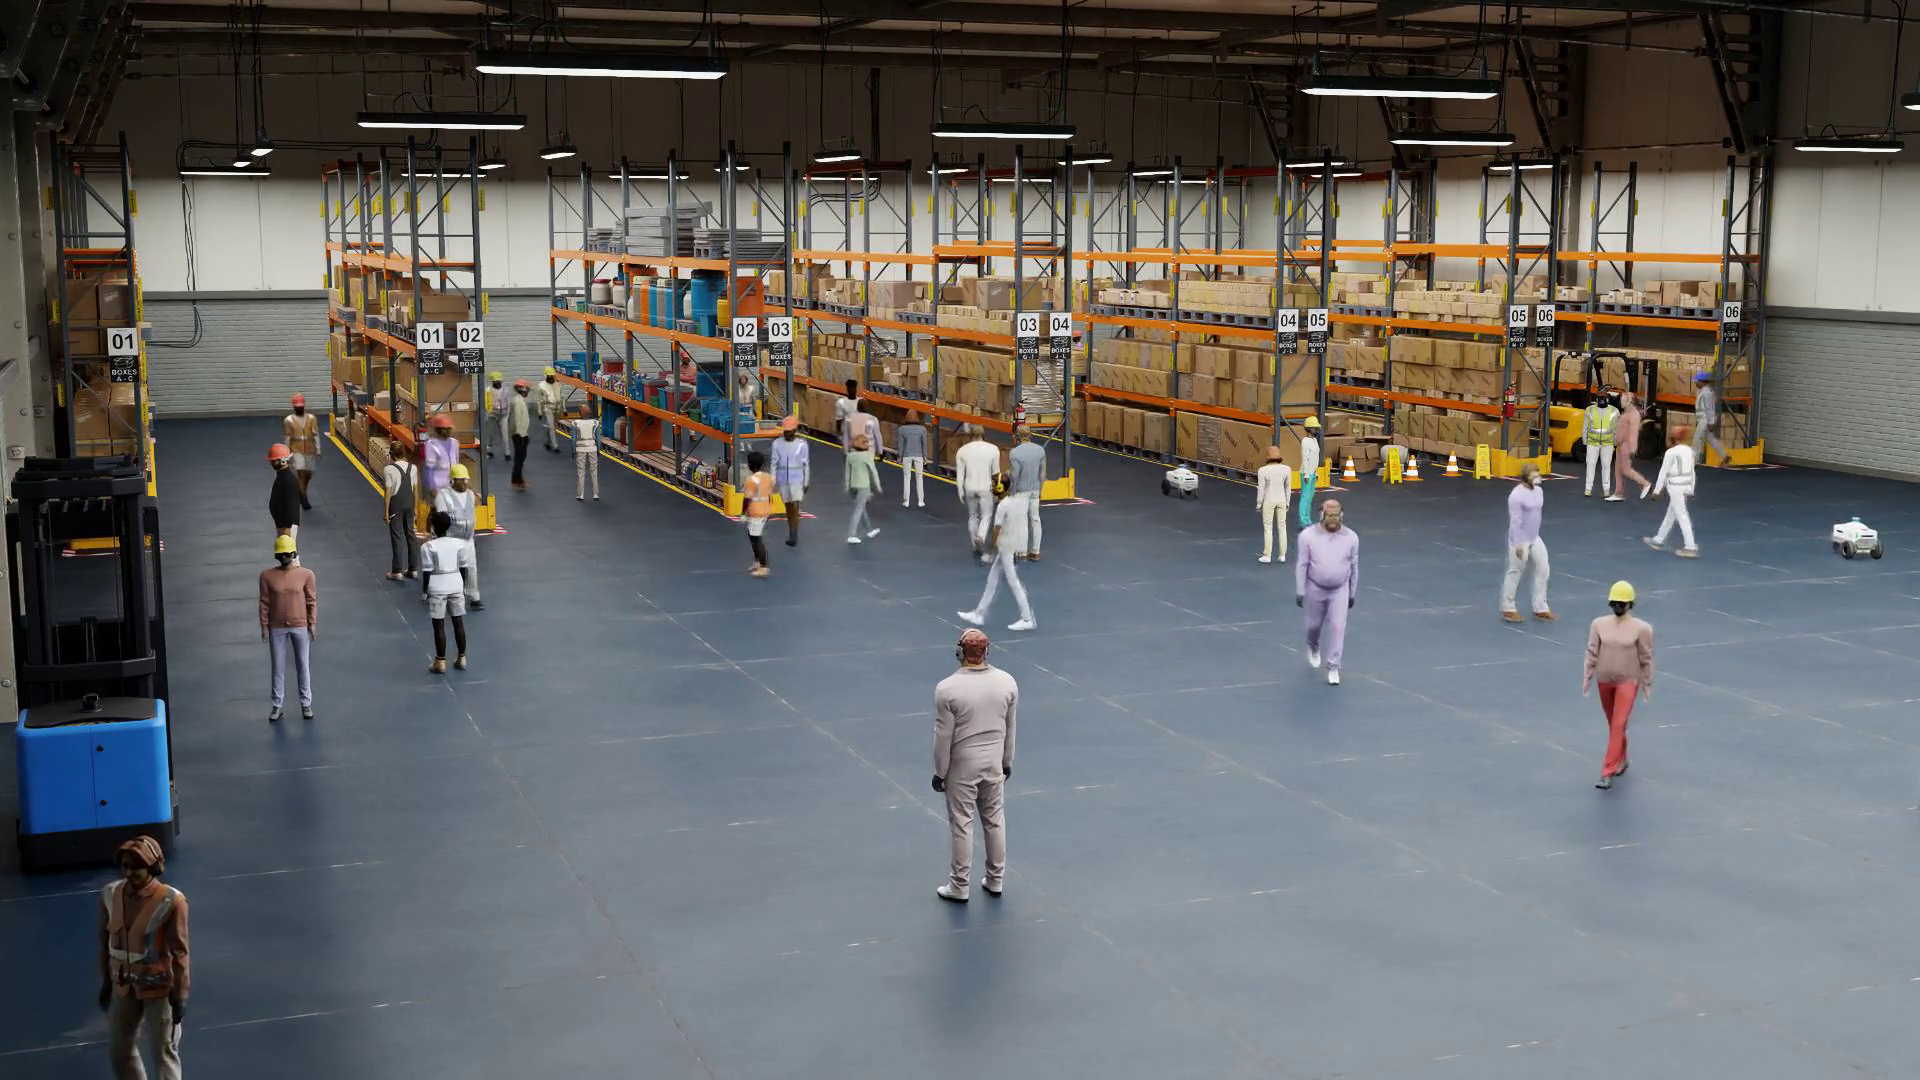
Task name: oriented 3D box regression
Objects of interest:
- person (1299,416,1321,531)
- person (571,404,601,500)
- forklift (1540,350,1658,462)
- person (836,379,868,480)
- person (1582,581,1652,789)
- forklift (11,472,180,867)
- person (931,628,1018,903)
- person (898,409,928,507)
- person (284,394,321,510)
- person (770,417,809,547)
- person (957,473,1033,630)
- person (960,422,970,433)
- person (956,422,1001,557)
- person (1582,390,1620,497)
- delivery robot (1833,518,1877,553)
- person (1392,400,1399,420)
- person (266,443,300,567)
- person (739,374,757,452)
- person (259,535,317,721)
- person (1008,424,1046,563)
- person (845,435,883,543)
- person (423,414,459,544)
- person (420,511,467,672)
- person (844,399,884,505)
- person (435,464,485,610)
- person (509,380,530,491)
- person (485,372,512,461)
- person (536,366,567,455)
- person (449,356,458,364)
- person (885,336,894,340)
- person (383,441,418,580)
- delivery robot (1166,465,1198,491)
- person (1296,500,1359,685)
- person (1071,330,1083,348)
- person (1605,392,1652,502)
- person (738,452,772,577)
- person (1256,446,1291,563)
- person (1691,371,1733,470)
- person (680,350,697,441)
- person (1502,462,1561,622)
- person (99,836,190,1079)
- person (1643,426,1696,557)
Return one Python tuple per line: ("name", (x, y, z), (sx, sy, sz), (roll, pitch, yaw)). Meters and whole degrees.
("person", (5.388, -1.019, 32.204), (0.307, 1.772, 0.525), (4, 9, 25))
("person", (-6.400, -1.505, 35.855), (0.515, 1.645, 0.309), (-3, 9, -18))
("forklift", (12.897, -2.725, 42.309), (2.313, 2.155, 1.214), (-3, 9, -21))
("person", (-1.912, -1.924, 37.654), (0.625, 1.936, 0.658), (-3, 9, -18))
("person", (5.534, 1.190, 17.641), (0.535, 1.715, 0.904), (7, 11, 38))
("forklift", (-6.630, 0.886, 15.957), (1.129, 2.768, 1.873), (-3, 9, -21))
("person", (0.082, 1.558, 14.576), (0.654, 1.907, 0.405), (-5, 10, -30))
("person", (-0.790, -1.369, 34.975), (0.500, 1.636, 0.285), (0, 9, -2))
("person", (-10.998, -1.502, 34.959), (0.545, 1.915, 0.859), (-5, 10, -32))
("person", (-2.514, -0.852, 30.663), (0.549, 1.887, 0.974), (2, 9, 10))
("person", (0.427, 0.136, 24.321), (0.948, 1.821, 0.545), (1, 9, 9))
("person", (0.063, -3.182, 46.368), (0.599, 1.839, 0.945), (-4, 9, -23))
("person", (0.248, -0.688, 29.488), (0.645, 1.921, 0.690), (2, 9, 12))
("person", (11.112, -1.675, 36.341), (0.628, 1.843, 0.429), (2, 9, 16))
("delivery robot", (12.731, -0.076, 29.775), (0.477, 0.478, 0.707), (-1, 8, -4))
("person", (9.964, -3.420, 48.337), (0.483, 1.737, 0.320), (8, 11, 42))
("person", (-8.417, -0.214, 26.089), (0.379, 1.994, 0.611), (-5, 10, -28))
("person", (-4.472, -2.629, 43.417), (0.551, 1.618, 0.539), (-2, 9, -14))
("person", (-6.383, 0.826, 19.911), (0.525, 1.769, 0.310), (-2, 9, -15))
("person", (0.912, -0.653, 29.223), (0.627, 1.934, 0.370), (-7, 11, -39))
("person", (-1.430, -0.767, 31.117), (0.516, 1.593, 0.859), (7, 11, 41))
("person", (-7.462, -0.829, 30.231), (1.068, 1.990, 0.631), (7, 11, 39))
("person", (-5.434, 0.537, 22.062), (0.540, 1.696, 0.317), (-8, 12, -42))
("person", (-1.614, -1.487, 35.268), (0.648, 1.791, 0.977), (3, 9, 22))
("person", (-6.212, -0.056, 25.728), (0.910, 1.799, 0.600), (8, 12, 42))
("person", (-7.854, -1.873, 37.344), (0.381, 1.945, 0.711), (-1, 9, -4))
("person", (-9.332, -2.508, 42.118), (0.598, 1.782, 0.931), (-5, 10, -33))
("person", (-8.473, -2.702, 43.314), (0.584, 1.804, 0.868), (-8, 12, -44))
("person", (-12.227, -3.854, 50.768), (0.515, 1.872, 0.328), (-4, 10, -26))
("person", (-1.882, -4.214, 53.086), (0.870, 1.901, 0.590), (-1, 9, -4))
("person", (-7.434, -0.400, 27.852), (0.333, 1.842, 0.508), (7, 11, 39))
("delivery robot", (3.859, -1.068, 36.390), (0.477, 0.478, 0.707), (-3, 9, -17))
("person", (3.803, 0.499, 21.701), (0.643, 1.881, 0.843), (1, 9, 6))
("person", (3.086, -4.582, 55.400), (0.374, 1.935, 0.552), (2, 9, 10))
("person", (11.371, -1.582, 35.563), (0.656, 1.887, 0.650), (0, 9, 2))
("person", (-2.779, -0.344, 27.997), (0.544, 1.683, 0.540), (3, 9, 20))
("person", (4.371, -0.499, 29.189), (0.498, 1.632, 0.285), (-2, 9, -14))
("person", (14.473, -2.313, 40.391), (0.919, 1.911, 0.606), (2, 9, 12))
("person", (-5.985, -3.156, 45.691), (0.622, 1.995, 0.378), (-3, 9, -21))
("person", (6.762, 0.042, 24.650), (0.651, 1.908, 0.815), (-7, 11, -40))
("person", (-4.110, 2.286, 10.602), (0.545, 1.632, 0.320), (3, 9, 19))
("person", (10.169, -0.710, 29.902), (0.598, 1.831, 0.964), (-7, 11, -38))
